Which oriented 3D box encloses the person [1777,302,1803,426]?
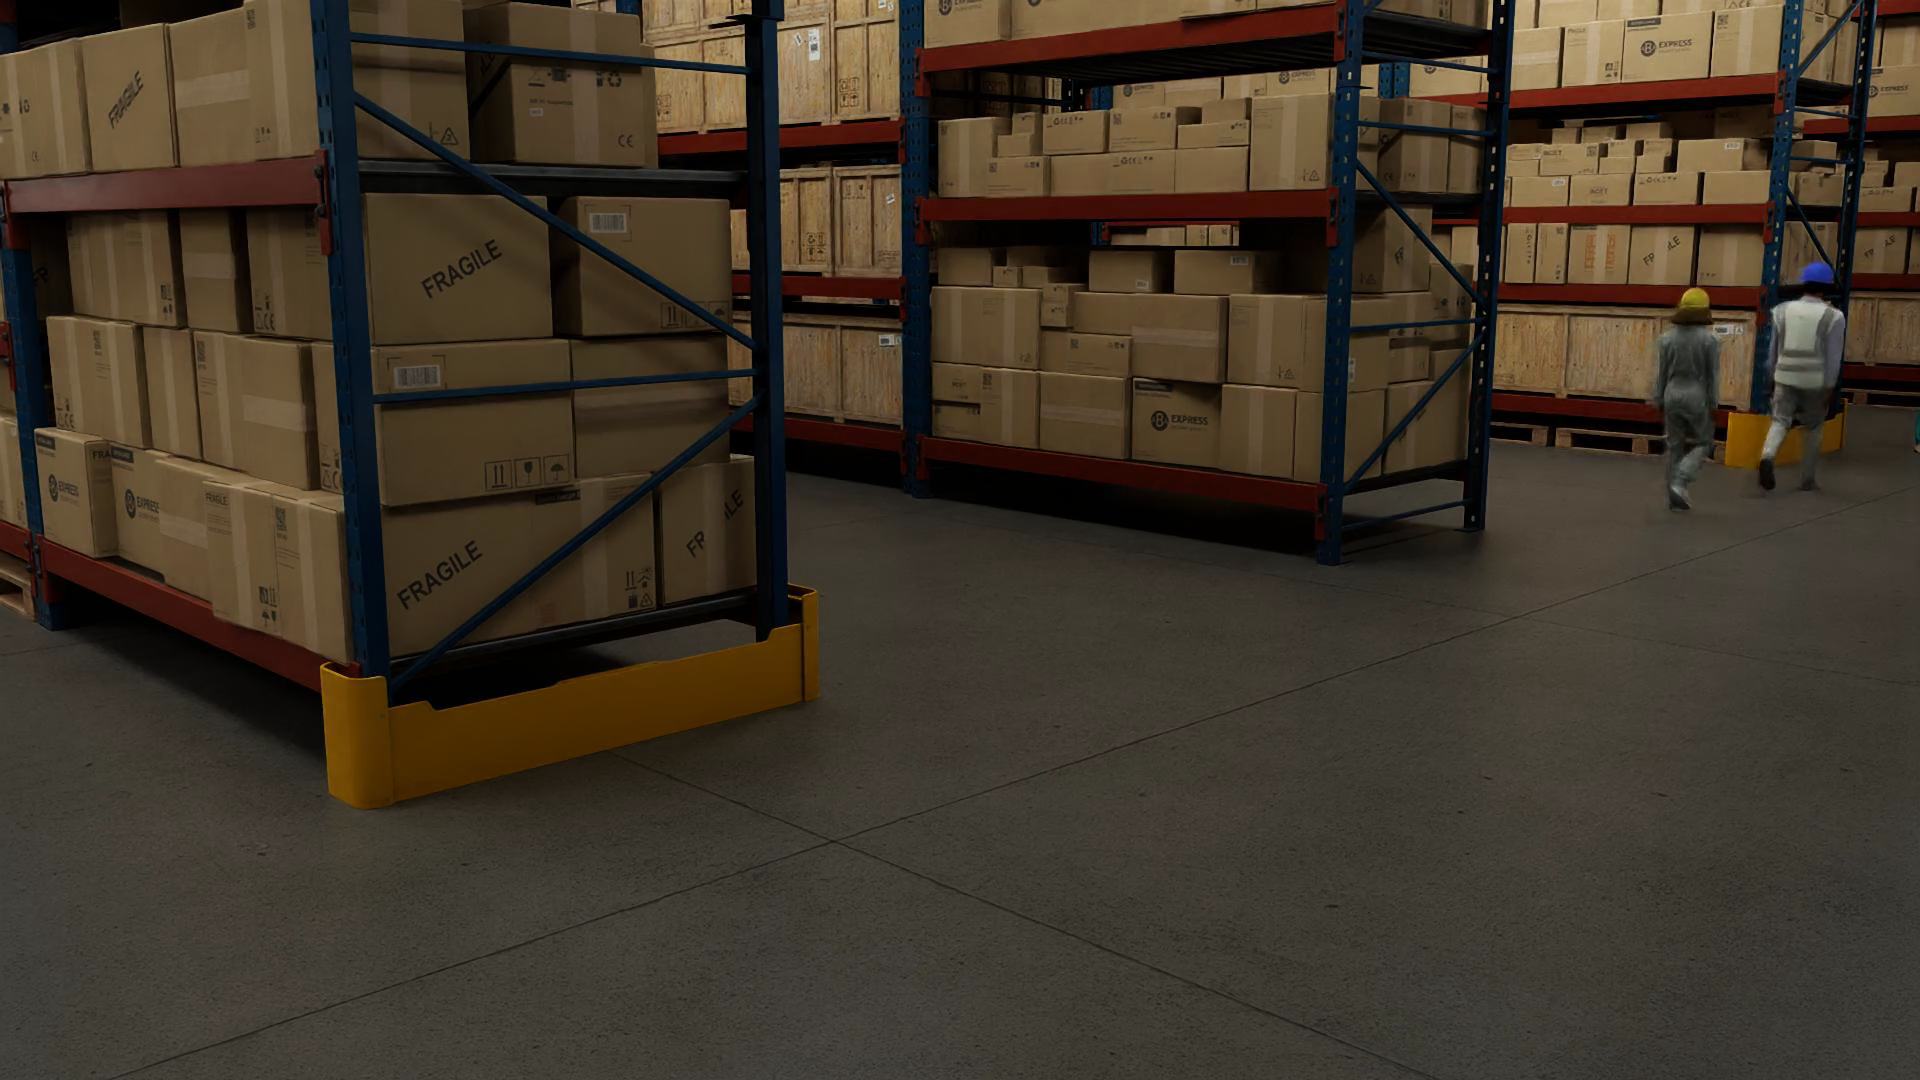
[{"bbox_3d":[8.948,-2.131,18.202,0.543,1.896,1.010,-6,12,-30],"label":"person"}]

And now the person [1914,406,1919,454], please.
[{"bbox_3d":[9.621,-1.706,16.201,0.533,1.765,0.322,-2,11,-9],"label":"person"}]

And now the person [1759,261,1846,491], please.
[{"bbox_3d":[6.930,-1.331,13.724,0.781,1.928,0.611,-10,14,-42],"label":"person"}]

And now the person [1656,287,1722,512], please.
[{"bbox_3d":[5.585,-1.064,12.764,0.379,1.731,0.503,-9,14,-40],"label":"person"}]
